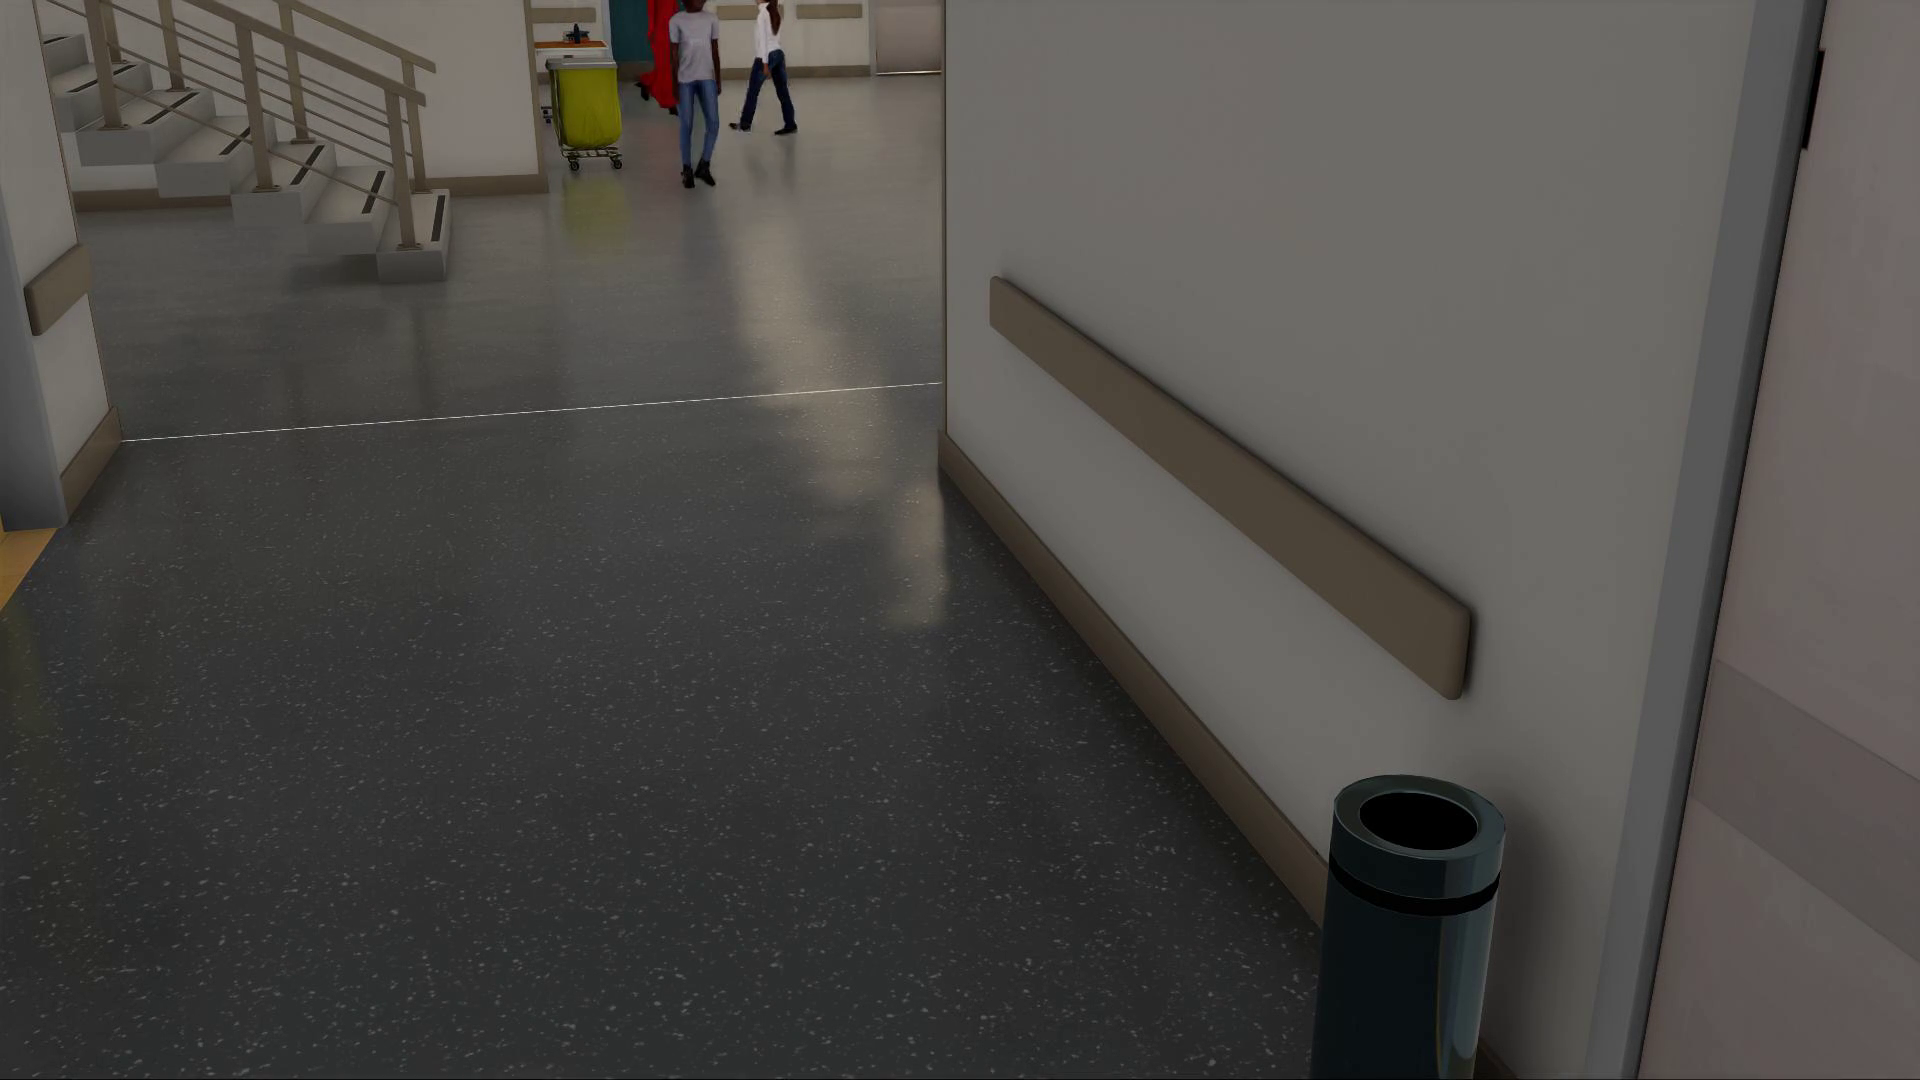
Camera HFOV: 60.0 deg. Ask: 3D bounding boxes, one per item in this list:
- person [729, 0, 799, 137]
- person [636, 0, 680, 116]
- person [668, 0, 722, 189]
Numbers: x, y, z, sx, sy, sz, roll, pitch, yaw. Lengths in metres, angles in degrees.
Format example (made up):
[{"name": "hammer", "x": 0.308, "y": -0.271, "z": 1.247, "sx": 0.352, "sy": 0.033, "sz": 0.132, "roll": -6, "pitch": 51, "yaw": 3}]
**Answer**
[{"name": "person", "x": -1.883, "y": -4.898, "z": 17.067, "sx": 0.987, "sy": 1.525, "sz": 0.916, "roll": 12, "pitch": 24, "yaw": 28}, {"name": "person", "x": -3.446, "y": -5.759, "z": 19.001, "sx": 1.048, "sy": 1.765, "sz": 0.981, "roll": 11, "pitch": 23, "yaw": 27}, {"name": "person", "x": -2.265, "y": -3.845, "z": 14.033, "sx": 0.621, "sy": 1.706, "sz": 0.731, "roll": -8, "pitch": 22, "yaw": -20}]
